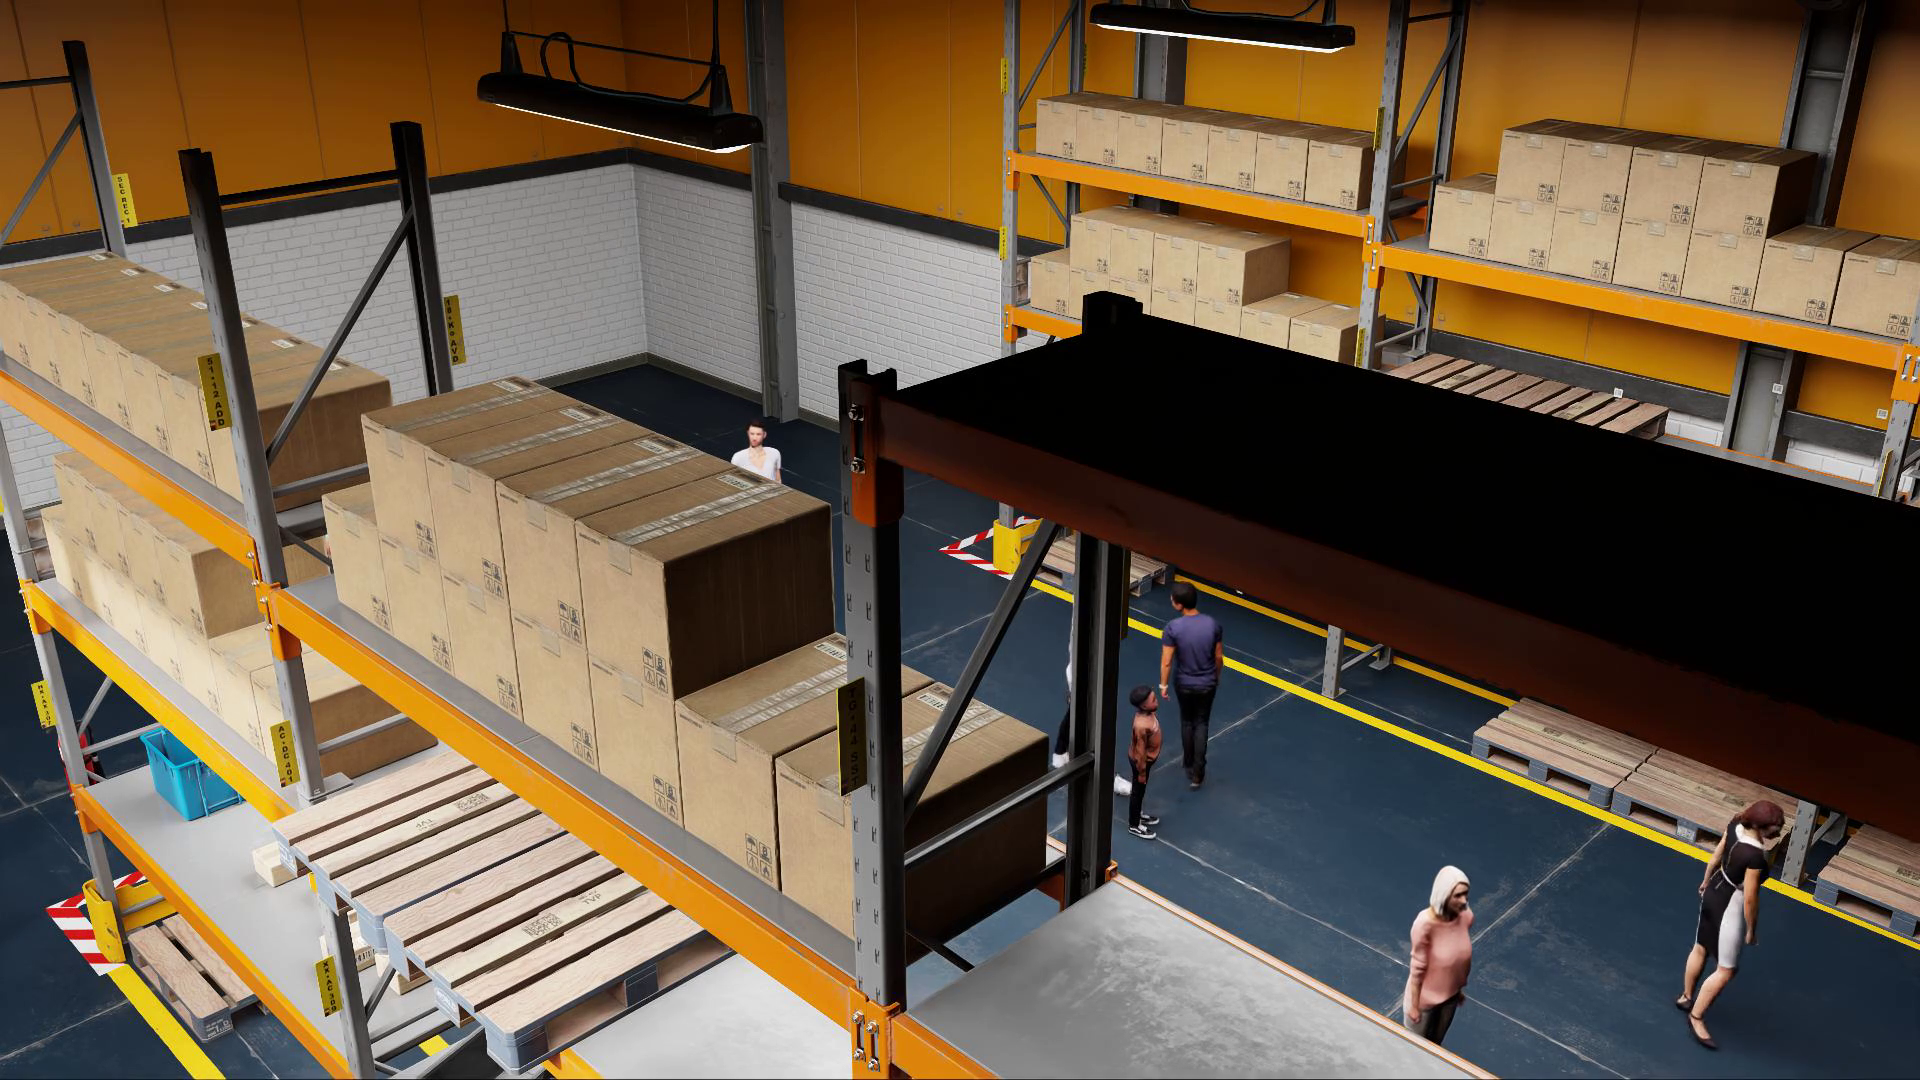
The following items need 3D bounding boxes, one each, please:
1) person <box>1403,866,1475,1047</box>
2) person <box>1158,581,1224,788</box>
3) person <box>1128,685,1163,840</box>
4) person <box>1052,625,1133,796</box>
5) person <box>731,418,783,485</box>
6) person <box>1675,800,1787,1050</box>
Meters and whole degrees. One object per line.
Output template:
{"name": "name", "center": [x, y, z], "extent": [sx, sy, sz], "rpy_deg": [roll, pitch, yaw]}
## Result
{"name": "person", "center": [2.796, 2.657, 9.821], "extent": [0.653, 1.724, 0.605], "rpy_deg": [-13, 27, -27]}
{"name": "person", "center": [1.847, 1.184, 13.170], "extent": [0.805, 1.740, 0.870], "rpy_deg": [3, 24, 7]}
{"name": "person", "center": [1.386, 1.662, 12.683], "extent": [0.628, 1.254, 0.601], "rpy_deg": [6, 24, 13]}
{"name": "person", "center": [0.950, 1.105, 13.181], "extent": [1.189, 1.877, 0.943], "rpy_deg": [11, 26, 24]}
{"name": "person", "center": [-2.005, -0.335, 16.504], "extent": [0.750, 1.854, 0.711], "rpy_deg": [-10, 26, -23]}
{"name": "person", "center": [4.786, 2.331, 10.507], "extent": [0.807, 1.771, 0.732], "rpy_deg": [-6, 24, -14]}
